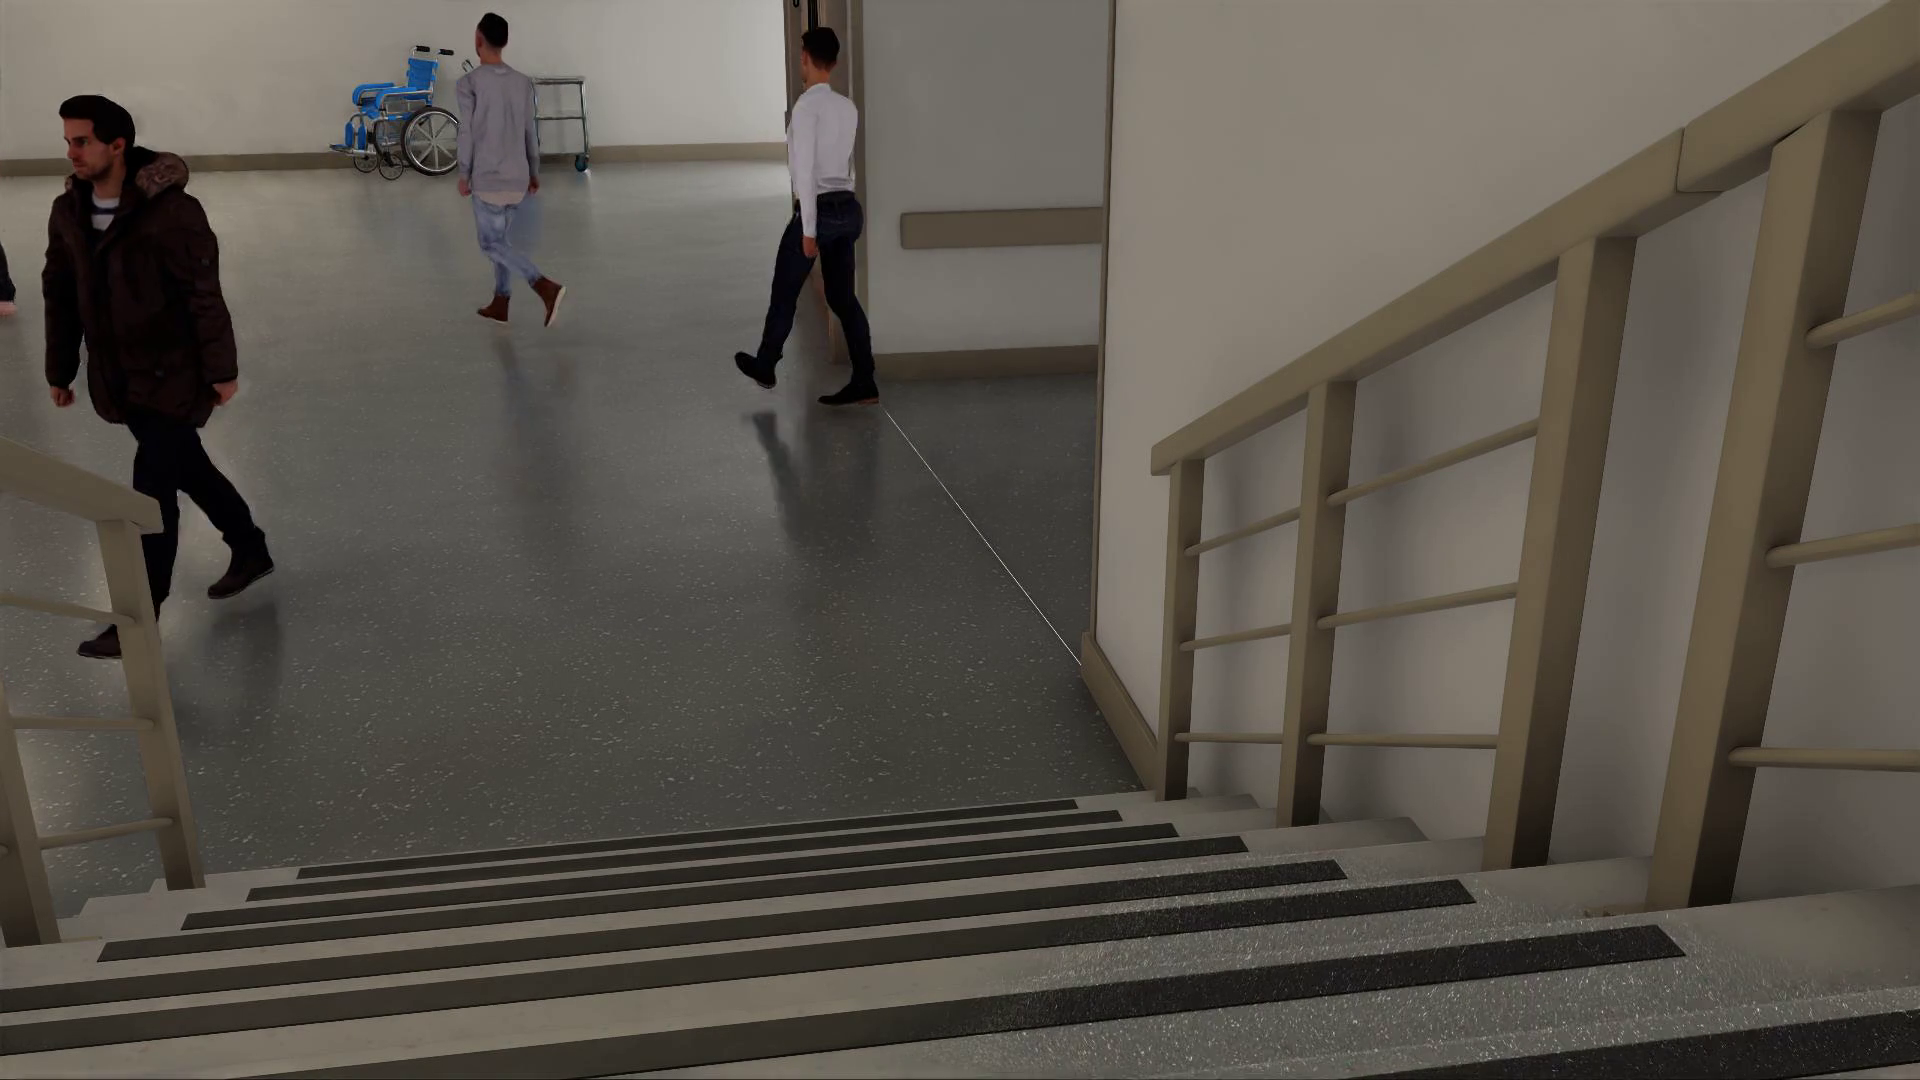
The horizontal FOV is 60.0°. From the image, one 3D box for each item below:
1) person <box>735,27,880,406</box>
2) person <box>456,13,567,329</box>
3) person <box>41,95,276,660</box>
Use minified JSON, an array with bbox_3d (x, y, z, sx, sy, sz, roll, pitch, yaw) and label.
[{"bbox_3d":[-0.587,-1.545,8.210,1.203,1.825,1.144,11,24,28],"label":"person"},{"bbox_3d":[-2.644,-2.102,9.701,1.150,1.811,1.108,14,25,32],"label":"person"},{"bbox_3d":[-2.665,-0.554,5.640,1.143,1.792,1.319,8,22,20],"label":"person"}]
